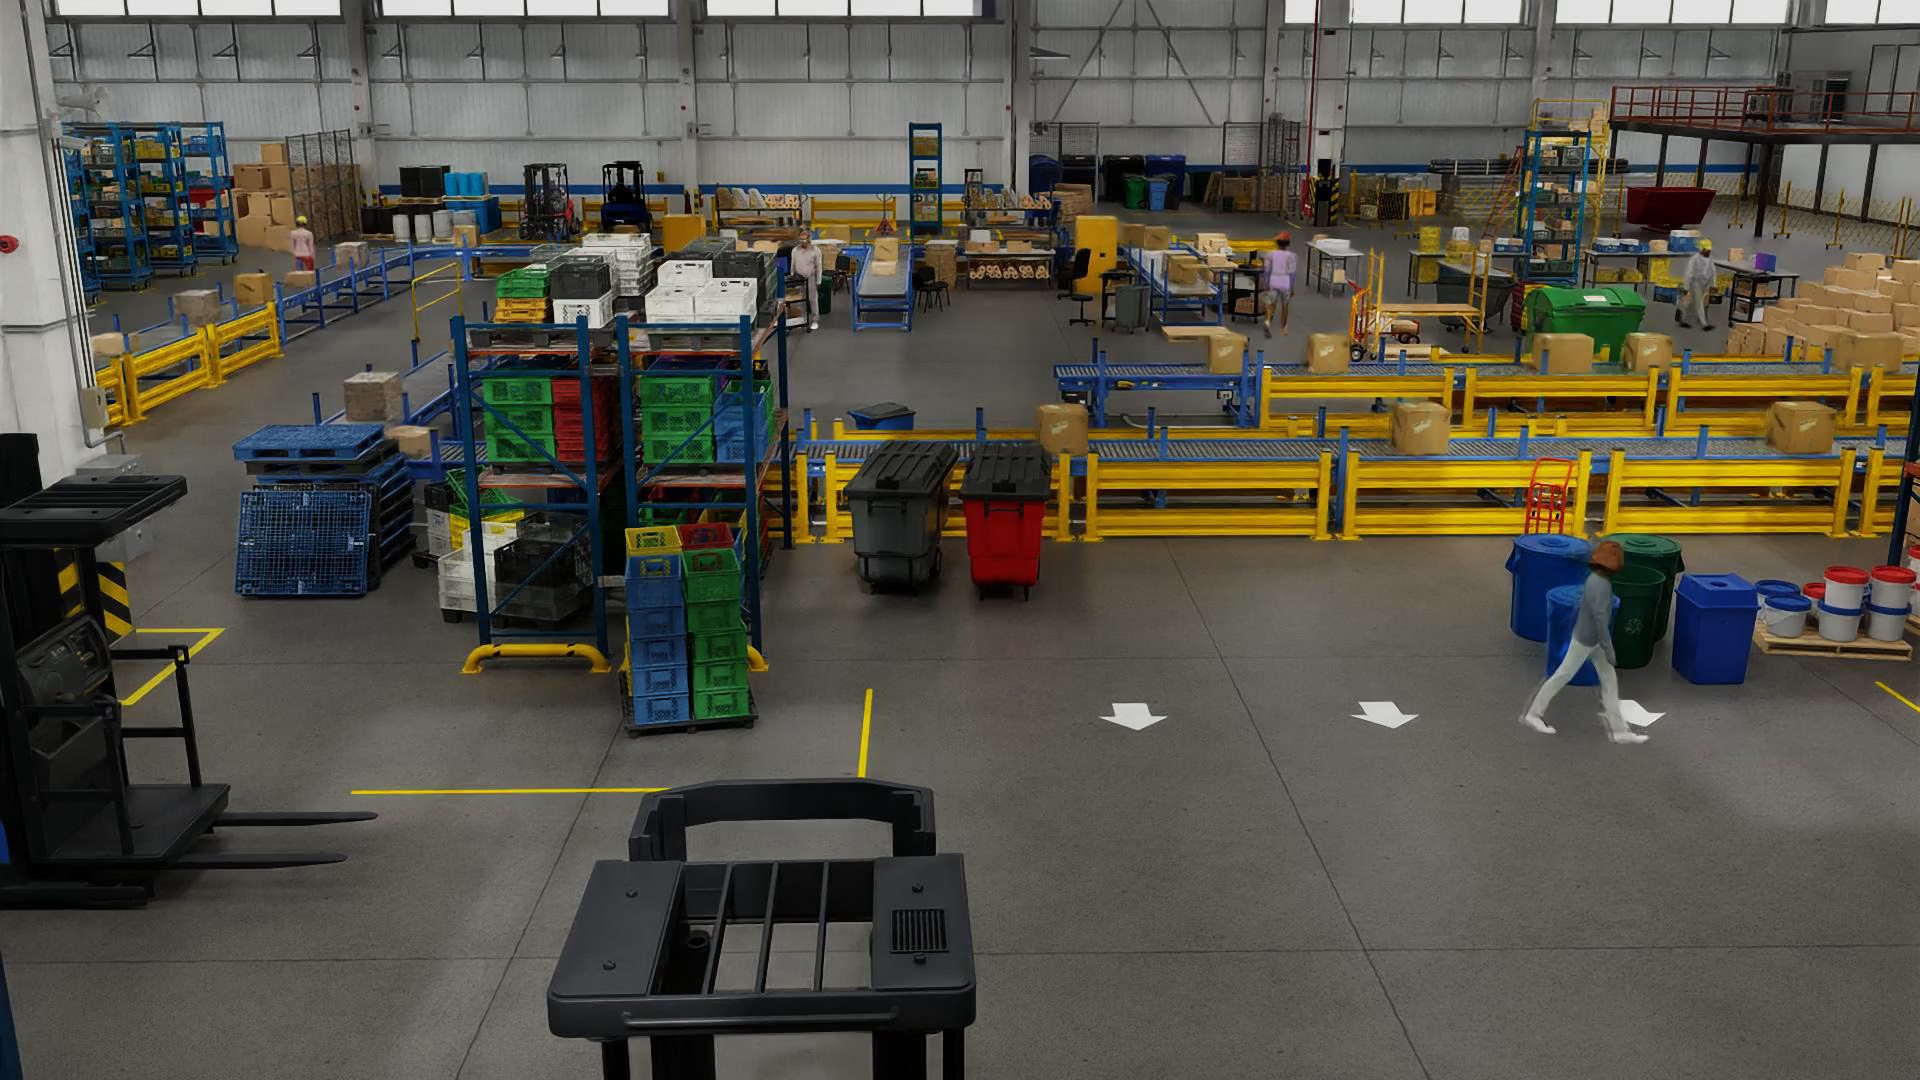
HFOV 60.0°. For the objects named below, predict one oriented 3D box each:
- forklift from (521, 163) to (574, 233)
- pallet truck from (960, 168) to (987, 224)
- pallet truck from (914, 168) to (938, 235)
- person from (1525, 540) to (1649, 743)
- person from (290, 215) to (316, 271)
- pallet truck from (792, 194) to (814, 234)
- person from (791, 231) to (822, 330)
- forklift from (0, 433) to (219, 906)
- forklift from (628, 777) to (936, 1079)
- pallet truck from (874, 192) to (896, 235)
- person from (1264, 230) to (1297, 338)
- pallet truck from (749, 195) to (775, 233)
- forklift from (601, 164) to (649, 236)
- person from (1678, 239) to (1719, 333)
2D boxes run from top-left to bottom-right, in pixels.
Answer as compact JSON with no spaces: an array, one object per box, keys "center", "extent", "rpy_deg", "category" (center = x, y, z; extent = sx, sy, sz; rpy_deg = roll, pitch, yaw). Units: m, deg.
[{"center":[-12.233,-10.122,49.298],"extent":[1.157,1.987,2.680],"rpy_deg":[0,16,-1],"category":"forklift"},{"center":[0.383,-10.230,50.206],"extent":[0.823,1.965,1.885],"rpy_deg":[-1,16,-3],"category":"pallet truck"},{"center":[-0.989,-10.316,50.507],"extent":[0.823,1.965,1.885],"rpy_deg":[1,16,3],"category":"pallet truck"},{"center":[4.832,0.769,12.715],"extent":[0.904,1.579,0.517],"rpy_deg":[11,19,33],"category":"person"},{"center":[-14.697,-6.375,37.228],"extent":[0.539,1.750,0.578],"rpy_deg":[-1,16,-3],"category":"person"},{"center":[-4.814,-9.883,50.259],"extent":[0.704,1.261,1.522],"rpy_deg":[-1,16,-3],"category":"pallet truck"},{"center":[-2.998,-5.046,32.372],"extent":[0.647,1.899,0.399],"rpy_deg":[5,17,18],"category":"person"},{"center":[-5.952,0.780,10.366],"extent":[1.873,2.768,1.129],"rpy_deg":[0,16,-1],"category":"forklift"},{"center":[-0.542,2.165,5.552],"extent":[1.129,2.768,1.873],"rpy_deg":[-1,16,-2],"category":"forklift"},{"center":[-2.277,-9.986,50.594],"extent":[0.653,1.274,1.630],"rpy_deg":[0,16,-1],"category":"pallet truck"},{"center":[5.993,-4.797,31.290],"extent":[0.609,2.023,0.866],"rpy_deg":[9,18,28],"category":"person"},{"center":[-6.051,-9.967,50.660],"extent":[0.680,1.201,1.601],"rpy_deg":[0,16,-1],"category":"pallet truck"},{"center":[-9.948,-10.127,49.296],"extent":[1.157,1.987,2.680],"rpy_deg":[-1,16,-3],"category":"forklift"},{"center":[14.346,-4.924,32.180],"extent":[0.585,1.774,0.974],"rpy_deg":[-8,18,-25],"category":"person"}]
